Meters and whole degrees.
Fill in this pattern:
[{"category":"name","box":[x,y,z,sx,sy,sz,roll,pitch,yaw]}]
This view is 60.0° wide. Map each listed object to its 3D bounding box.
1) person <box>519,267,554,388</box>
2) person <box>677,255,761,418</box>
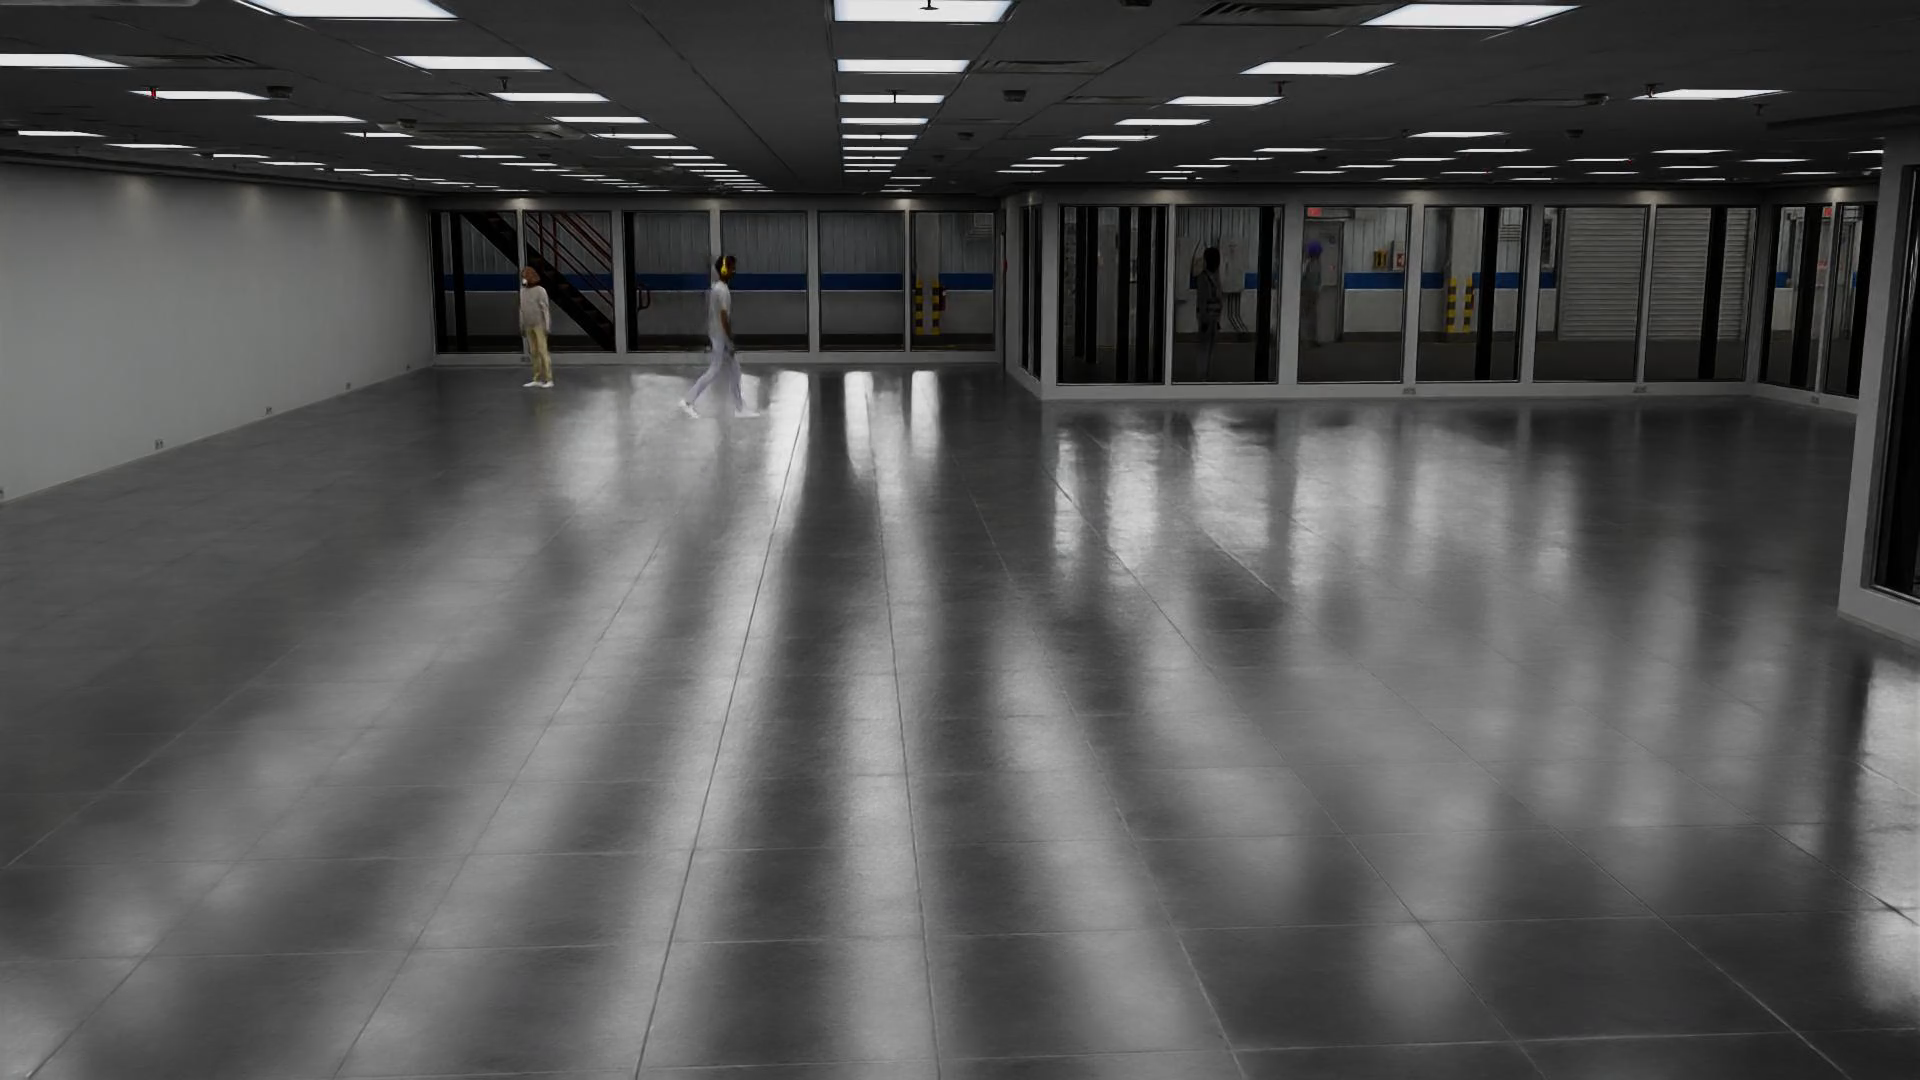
[{"category":"person","box":[-5.697,-2.841,22.289,0.513,1.621,0.320,7,12,32]},{"category":"person","box":[-2.731,-2.258,18.586,0.887,1.837,0.525,-1,11,-7]}]
